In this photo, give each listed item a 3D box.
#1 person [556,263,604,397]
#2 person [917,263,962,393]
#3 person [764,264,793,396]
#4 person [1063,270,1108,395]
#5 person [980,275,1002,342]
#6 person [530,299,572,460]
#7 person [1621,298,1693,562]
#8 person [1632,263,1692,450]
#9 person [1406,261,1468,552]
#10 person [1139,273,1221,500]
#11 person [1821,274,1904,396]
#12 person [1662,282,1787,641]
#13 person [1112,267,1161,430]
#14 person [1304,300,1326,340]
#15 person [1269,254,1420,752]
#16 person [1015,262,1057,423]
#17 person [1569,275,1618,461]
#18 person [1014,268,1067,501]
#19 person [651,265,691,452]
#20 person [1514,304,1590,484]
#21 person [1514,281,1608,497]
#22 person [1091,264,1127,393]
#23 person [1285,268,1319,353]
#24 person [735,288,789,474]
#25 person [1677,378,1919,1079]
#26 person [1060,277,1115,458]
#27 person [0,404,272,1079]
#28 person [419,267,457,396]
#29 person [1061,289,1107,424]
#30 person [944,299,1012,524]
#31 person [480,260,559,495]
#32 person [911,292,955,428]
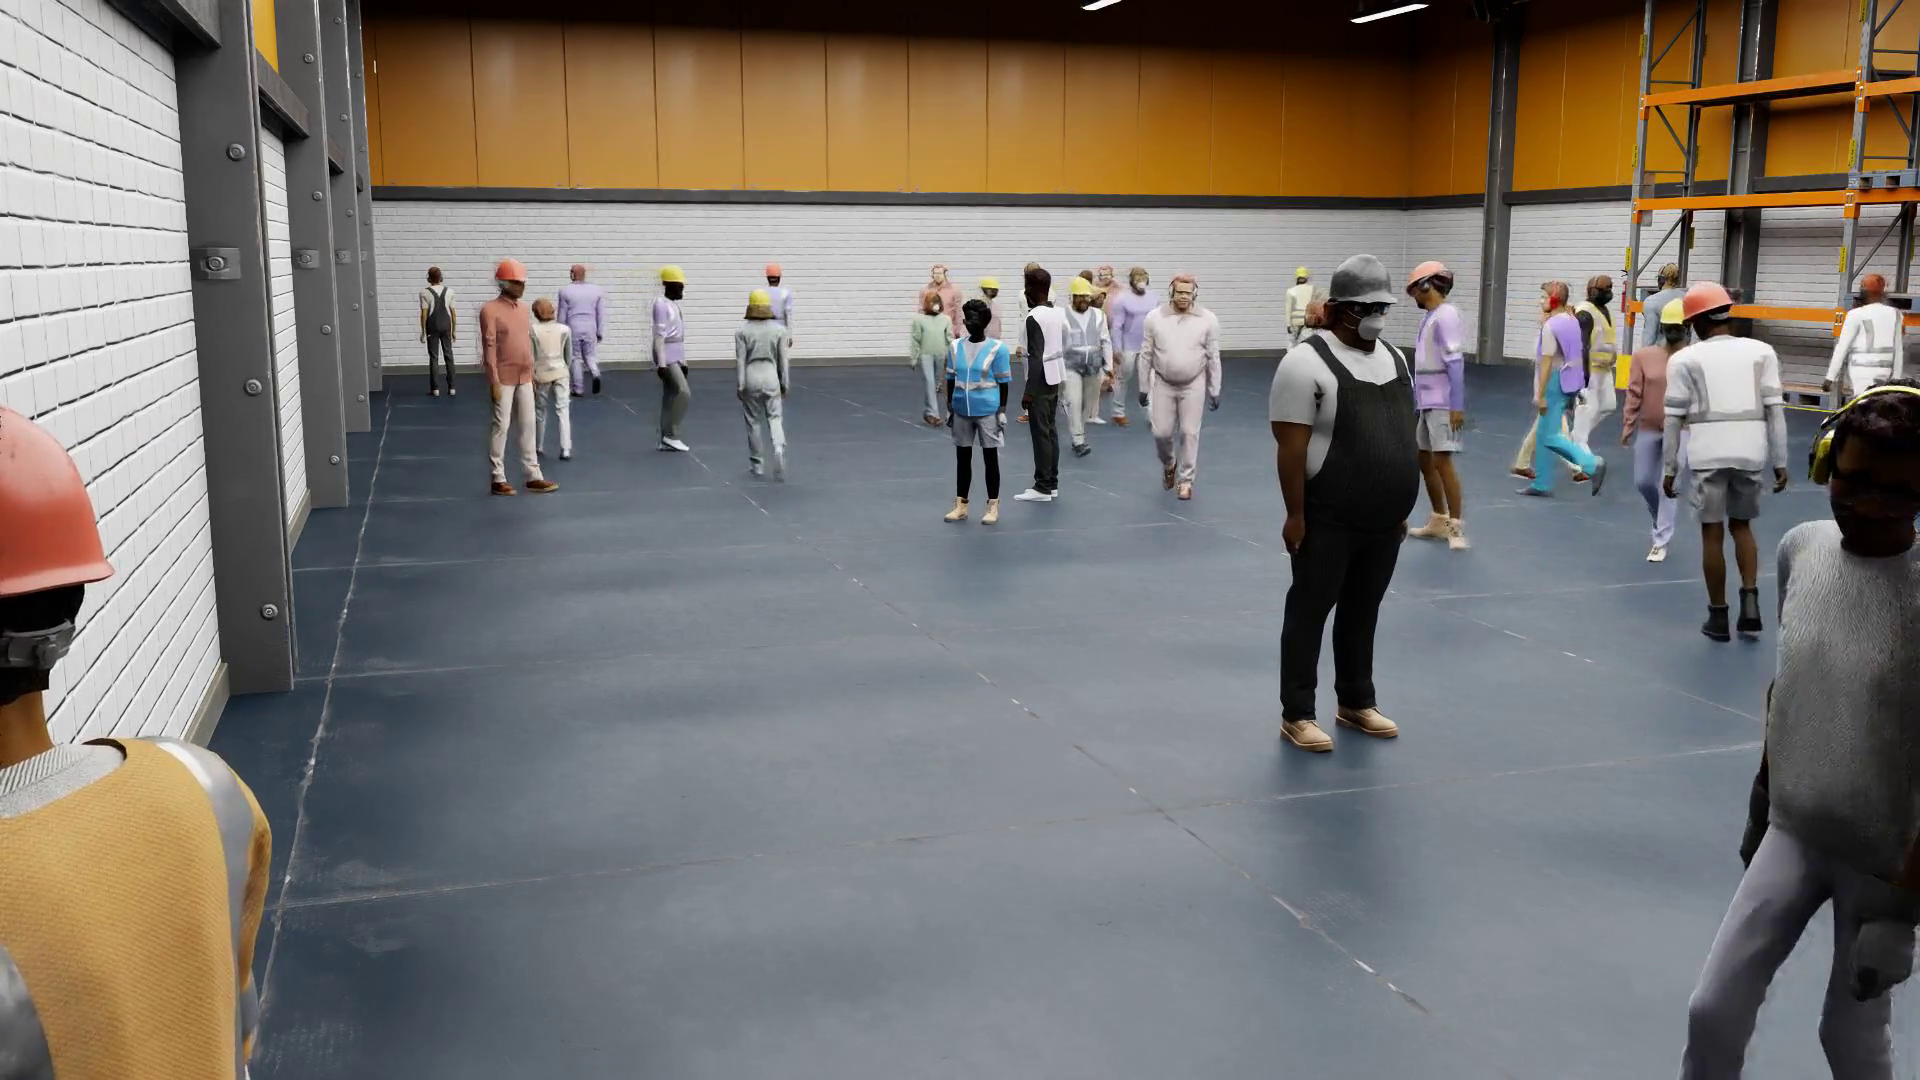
[{"bbox_3d":[-5.385,-2.962,23.563,0.649,1.891,0.478,-7,12,-34],"label":"person"},{"bbox_3d":[-0.312,-3.061,24.160,0.646,1.893,0.420,3,10,15],"label":"person"},{"bbox_3d":[-2.626,-2.928,23.415,0.560,1.881,1.039,0,10,0],"label":"person"},{"bbox_3d":[1.825,-2.957,23.788,0.691,1.805,0.642,-9,13,-41],"label":"person"},{"bbox_3d":[0.330,-2.540,21.505,0.558,1.753,0.538,10,14,44],"label":"person"},{"bbox_3d":[-4.095,-1.600,16.574,0.501,1.583,0.895,-5,11,-27],"label":"person"},{"bbox_3d":[4.766,-0.751,11.171,0.534,1.743,0.673,8,12,38],"label":"person"},{"bbox_3d":[7.215,-1.863,17.064,0.630,1.940,0.372,-4,11,-23],"label":"person"},{"bbox_3d":[3.360,-0.934,11.596,0.454,1.999,0.759,0,10,1],"label":"person"},{"bbox_3d":[1.833,-1.279,13.864,0.686,1.880,0.515,2,10,12],"label":"person"},{"bbox_3d":[8.234,-1.502,15.244,0.602,1.832,0.944,-3,10,-17],"label":"person"},{"bbox_3d":[4.053,-0.421,8.881,0.586,1.882,0.597,2,10,10],"label":"person"},{"bbox_3d":[2.052,-2.210,19.261,0.634,1.876,1.051,-3,10,-19],"label":"person"},{"bbox_3d":[3.205,-1.339,14.932,0.375,1.617,0.520,9,13,42],"label":"person"},{"bbox_3d":[1.632,-0.152,6.866,0.688,2.000,0.536,-6,11,-31],"label":"person"},{"bbox_3d":[0.898,-2.366,19.997,0.371,1.934,0.627,8,13,40],"label":"person"},{"bbox_3d":[6.166,-1.660,16.208,0.432,1.829,0.648,9,13,42],"label":"person"},{"bbox_3d":[0.675,-1.279,13.744,0.391,1.919,0.593,3,10,19],"label":"person"},{"bbox_3d":[-2.895,-1.848,17.037,0.500,1.912,0.611,1,10,4],"label":"person"},{"bbox_3d":[5.325,-1.292,14.753,0.847,1.586,0.516,9,13,42],"label":"person"},{"bbox_3d":[5.012,-1.222,13.736,0.739,1.818,0.575,8,13,38],"label":"person"},{"bbox_3d":[2.137,-3.083,24.283,0.686,1.878,0.426,-1,10,-7],"label":"person"},{"bbox_3d":[5.744,-3.688,28.071,0.597,1.780,0.931,0,10,-1],"label":"person"},{"bbox_3d":[-1.805,-1.435,15.207,0.491,1.721,0.647,-3,10,-16],"label":"person"},{"bbox_3d":[1.582,0.604,3.122,0.812,1.821,0.588,-4,10,-20],"label":"person"},{"bbox_3d":[1.241,-1.725,16.693,0.602,1.786,0.901,-3,10,-17],"label":"person"},{"bbox_3d":[-0.835,0.823,1.512,0.375,1.939,0.546,2,10,9],"label":"person"},{"bbox_3d":[-7.478,-2.986,23.838,0.541,1.843,0.356,-7,12,-34],"label":"person"},{"bbox_3d":[1.520,-2.191,19.889,0.460,1.620,0.517,6,11,31],"label":"person"},{"bbox_3d":[0.126,-0.965,12.560,0.533,1.697,0.322,5,11,27],"label":"person"},{"bbox_3d":[-3.739,-1.351,14.044,0.573,1.984,0.676,5,11,27],"label":"person"},{"bbox_3d":[-0.329,-2.143,19.686,0.507,1.591,0.817,-5,11,-26],"label":"person"}]
